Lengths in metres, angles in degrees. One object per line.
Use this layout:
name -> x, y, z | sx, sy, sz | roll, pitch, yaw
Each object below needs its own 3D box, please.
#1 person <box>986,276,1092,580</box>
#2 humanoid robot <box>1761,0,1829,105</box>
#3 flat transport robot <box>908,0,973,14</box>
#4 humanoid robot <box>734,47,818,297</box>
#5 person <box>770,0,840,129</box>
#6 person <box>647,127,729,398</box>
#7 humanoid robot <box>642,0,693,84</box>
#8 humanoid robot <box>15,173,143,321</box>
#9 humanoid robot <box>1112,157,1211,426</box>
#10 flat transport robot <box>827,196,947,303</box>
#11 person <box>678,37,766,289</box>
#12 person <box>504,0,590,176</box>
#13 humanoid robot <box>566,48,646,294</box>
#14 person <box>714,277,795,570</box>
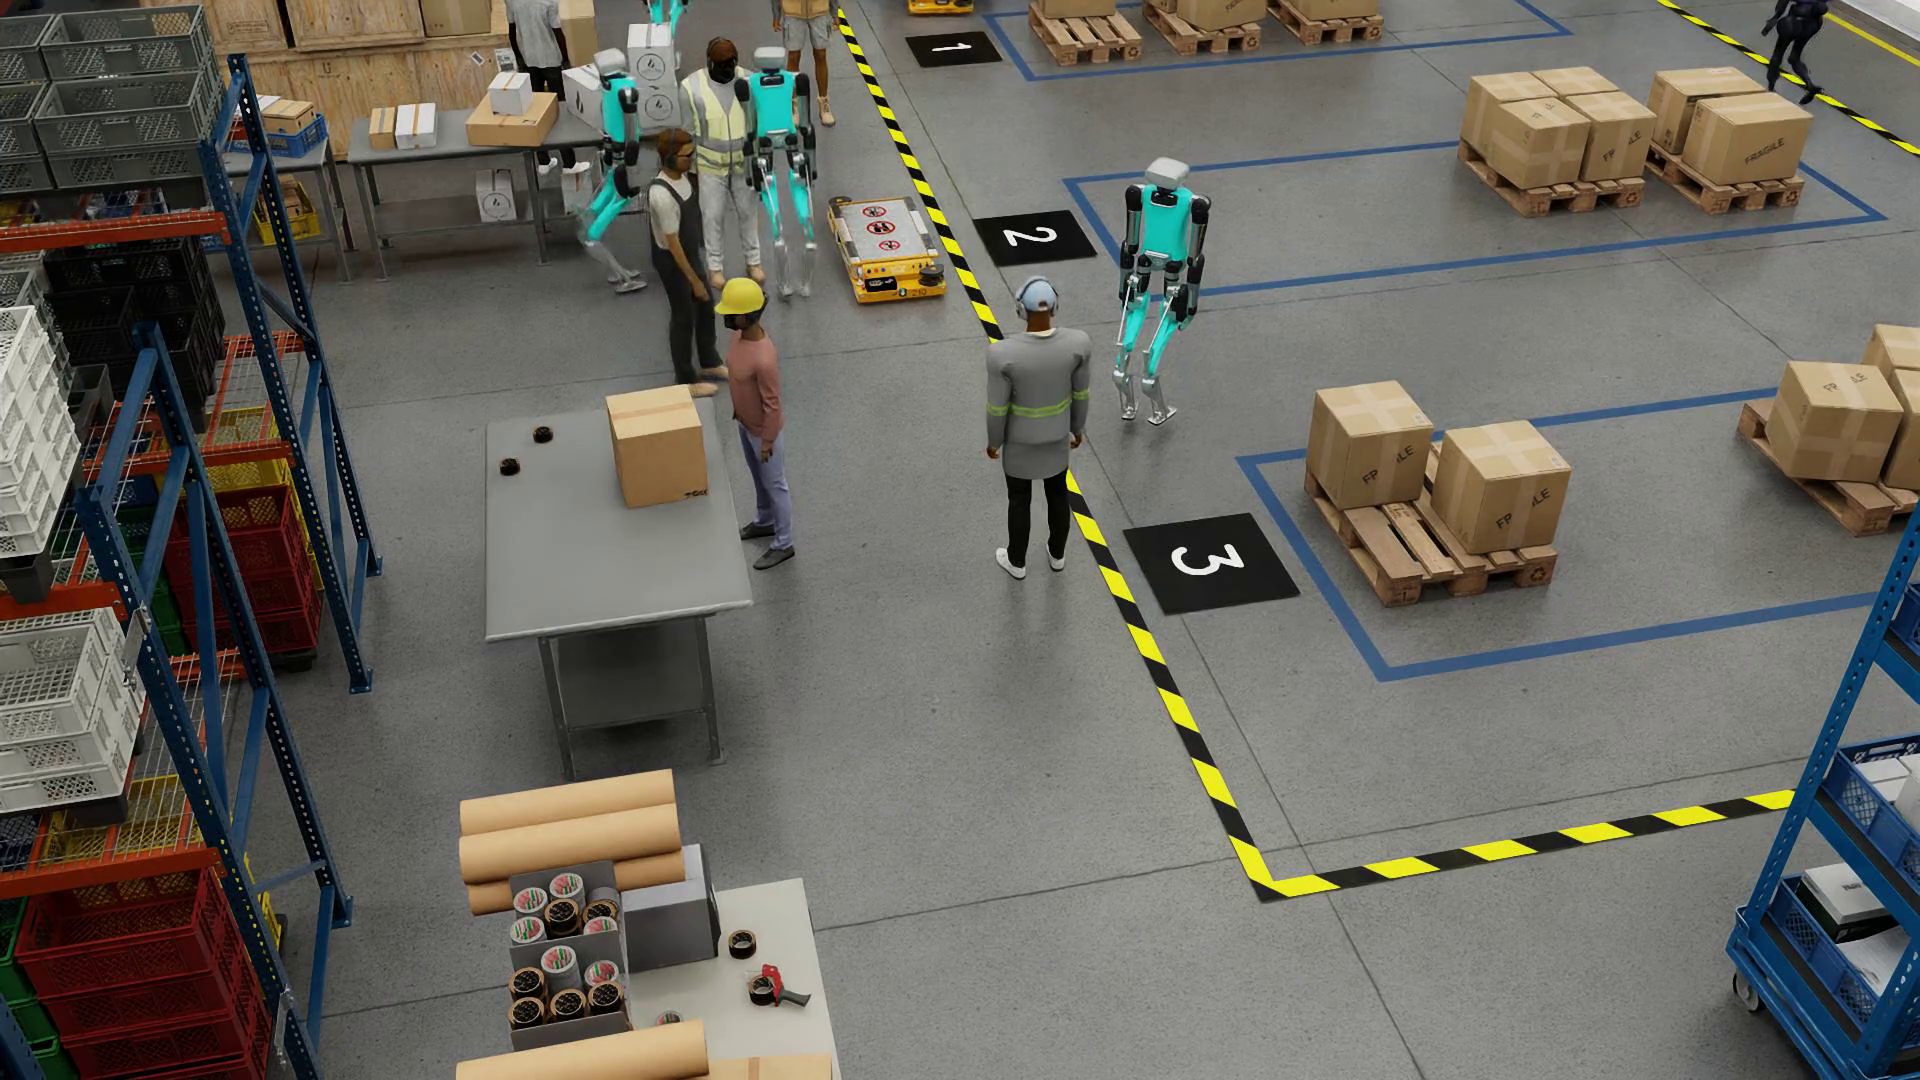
person -> 0.409, -0.601, 9.036 | 0.589, 1.852, 0.379 | -10, 38, -13
humanoid robot -> 7.377, -4.556, 14.501 | 0.609, 1.645, 0.502 | -15, 39, -19
flat transport robot -> -0.251, -5.830, 17.366 | 0.652, 0.197, 1.431 | -3, 37, -4
humanoid robot -> -1.241, -2.484, 11.661 | 0.544, 1.749, 0.826 | -6, 37, -8
person -> -1.306, -4.507, 14.131 | 0.605, 2.039, 0.376 | -6, 37, -8
person -> -1.722, -1.733, 10.568 | 0.440, 1.837, 0.523 | 7, 37, 9
humanoid robot -> -2.659, -4.835, 14.817 | 0.548, 1.733, 0.993 | 3, 37, 3
humanoid robot -> -5.686, -1.942, 11.016 | 0.753, 1.892, 0.539 | 8, 37, 10
humanoid robot -> 1.140, -1.431, 10.134 | 0.533, 1.677, 0.735 | 17, 40, 21
flat transport robot -> -0.570, -2.220, 12.538 | 0.659, 0.231, 1.431 | -8, 37, -10
person -> -1.649, -2.686, 11.856 | 0.634, 1.833, 0.429 | -10, 38, -14
person -> -3.336, -3.827, 13.355 | 0.525, 1.871, 0.324 | 11, 38, 15
humanoid robot -> -2.534, -2.552, 11.691 | 0.684, 1.728, 0.530 | -17, 40, -22
person -> -1.132, -0.646, 9.167 | 0.313, 1.768, 0.524 | -17, 40, -21
